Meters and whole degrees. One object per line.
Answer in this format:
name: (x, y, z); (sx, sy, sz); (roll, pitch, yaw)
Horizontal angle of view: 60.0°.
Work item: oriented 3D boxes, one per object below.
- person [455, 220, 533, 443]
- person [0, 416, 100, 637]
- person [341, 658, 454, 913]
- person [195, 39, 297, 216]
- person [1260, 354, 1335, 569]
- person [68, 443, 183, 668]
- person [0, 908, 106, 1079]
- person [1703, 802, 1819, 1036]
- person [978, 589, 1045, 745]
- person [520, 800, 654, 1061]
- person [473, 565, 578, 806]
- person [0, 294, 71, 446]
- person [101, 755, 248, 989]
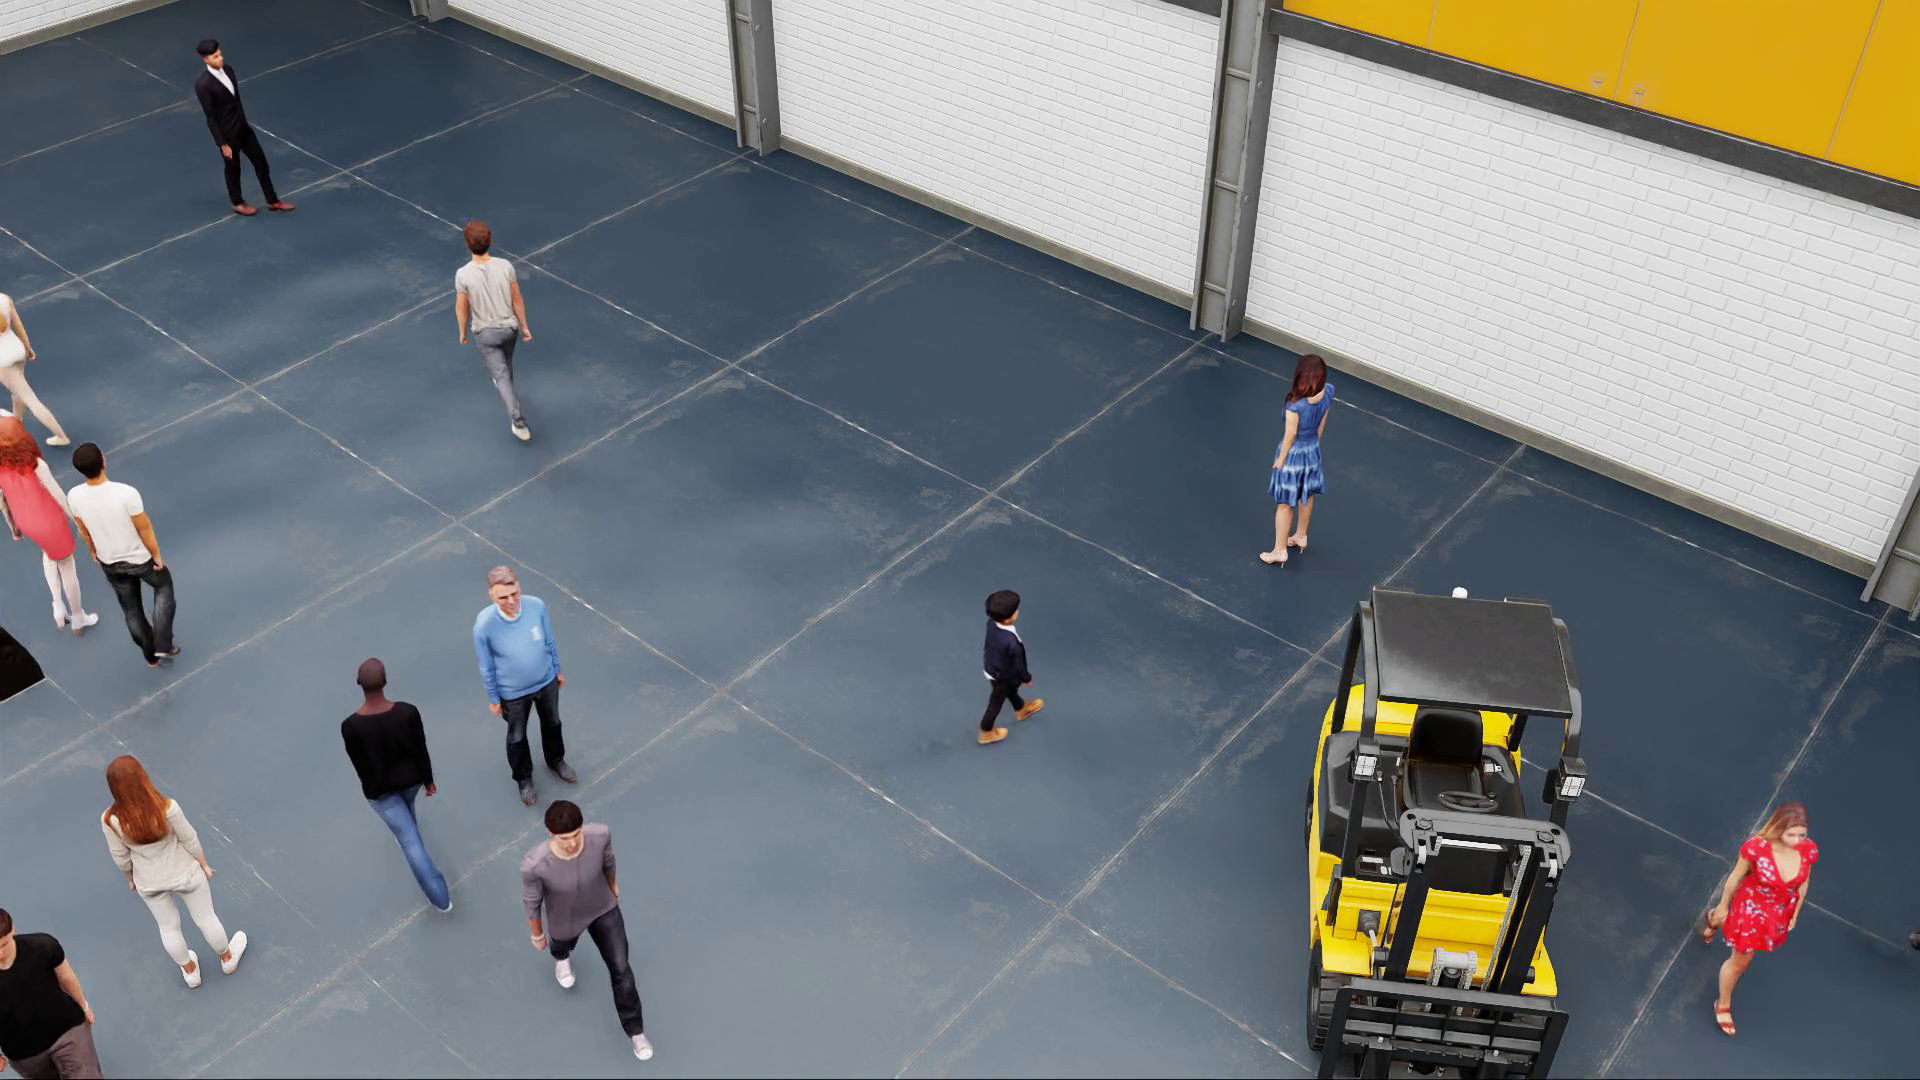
person: (-3.764, -1.655, 13.563); (0.948, 1.847, 1.272); (-21, 43, -24)
person: (-6.411, -0.028, 11.552); (0.749, 1.815, 0.825); (3, 39, 3)
person: (-3.284, 1.495, 9.744); (0.820, 1.690, 1.218); (-22, 43, -25)
person: (-7.372, -4.116, 16.633); (1.039, 1.861, 0.928); (11, 40, 14)
person: (2.484, -0.586, 12.258); (0.697, 1.806, 0.609); (-29, 47, -31)
person: (-5.700, 0.166, 11.325); (0.814, 1.795, 0.870); (-5, 39, -6)
person: (-4.676, 2.428, 8.461); (0.901, 1.834, 1.228); (-21, 43, -25)
person: (4.414, 1.980, 9.233); (0.961, 1.571, 1.001); (-1, 39, -1)
person: (0.227, 0.856, 10.935); (0.762, 1.203, 0.783); (-14, 41, -17)
person: (-2.106, 1.974, 9.070); (0.987, 1.784, 1.322); (-20, 43, -23)
person: (-2.733, 0.865, 10.432); (0.706, 1.817, 0.635); (-25, 45, -28)
person: (-7.663, -1.442, 13.495); (1.114, 1.599, 0.806); (13, 40, 16)
person: (-4.419, 1.859, 9.271); (0.686, 1.712, 0.719); (-10, 40, -12)
